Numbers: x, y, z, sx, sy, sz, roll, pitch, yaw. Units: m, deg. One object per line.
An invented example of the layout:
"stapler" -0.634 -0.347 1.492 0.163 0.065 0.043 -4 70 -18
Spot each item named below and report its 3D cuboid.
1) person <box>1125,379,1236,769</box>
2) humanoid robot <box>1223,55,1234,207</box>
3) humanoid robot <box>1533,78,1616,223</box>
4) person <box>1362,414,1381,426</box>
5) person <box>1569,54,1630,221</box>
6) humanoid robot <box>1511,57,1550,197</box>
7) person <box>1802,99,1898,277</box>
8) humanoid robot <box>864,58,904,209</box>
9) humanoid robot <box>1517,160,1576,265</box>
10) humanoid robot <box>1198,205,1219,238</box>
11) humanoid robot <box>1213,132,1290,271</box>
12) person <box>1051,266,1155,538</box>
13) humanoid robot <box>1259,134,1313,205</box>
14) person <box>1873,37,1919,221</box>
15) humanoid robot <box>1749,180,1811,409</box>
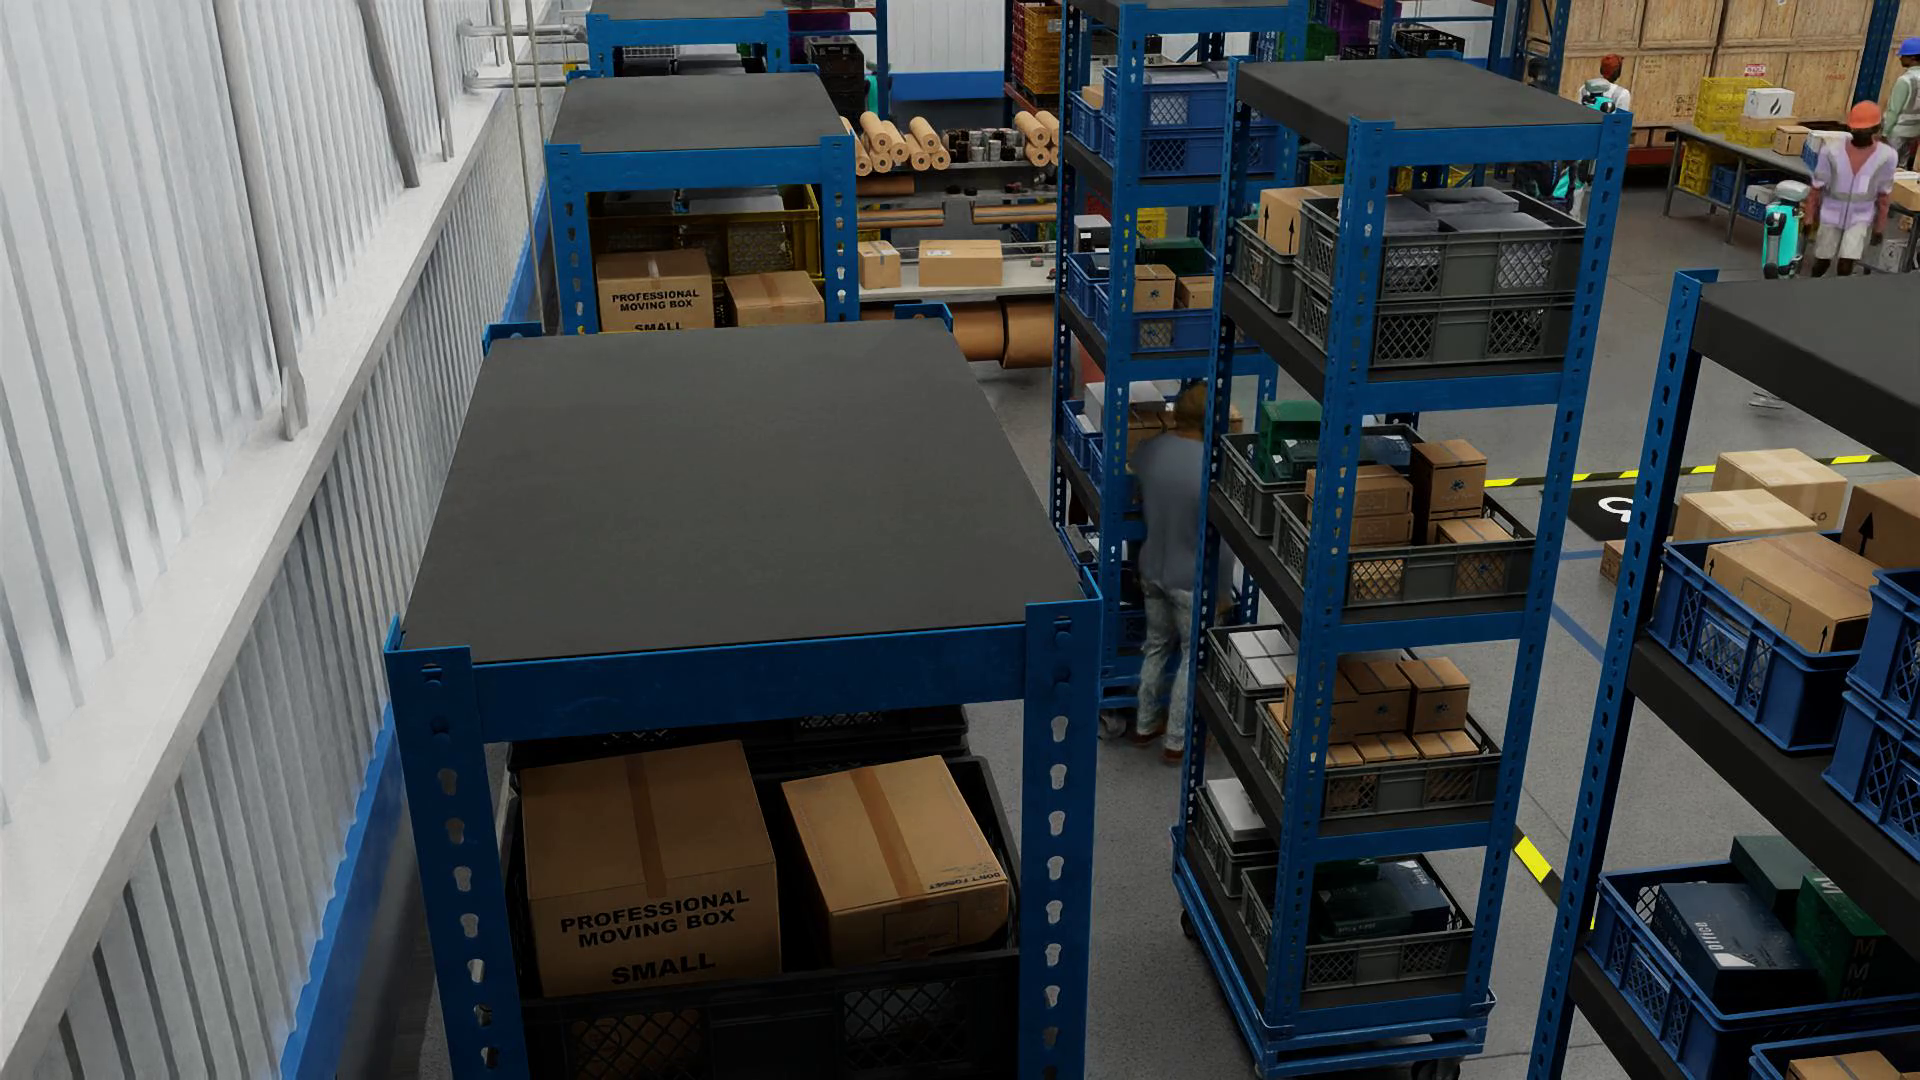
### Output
"person" 1.036 0.168 7.959 0.416 1.915 0.649 -21 32 -37
"humanoid robot" 2.919 -4.522 18.436 0.613 1.651 0.305 19 31 36
"humanoid robot" 5.981 -3.687 16.434 0.730 1.695 0.531 -2 25 -4
"person" 1.817 0.199 7.973 0.596 1.850 0.396 -2 25 -4
"person" 6.580 -4.045 17.161 0.361 1.882 0.573 -19 31 -35
"humanoid robot" 6.245 -4.495 18.409 0.596 1.636 0.688 -19 31 -35
"person" 7.591 -2.779 14.263 0.615 2.017 0.718 13 28 26
"humanoid robot" -0.711 -4.122 17.536 0.667 1.830 0.556 13 28 26
"humanoid robot" 5.254 -2.901 14.944 0.599 1.641 0.453 -3 25 -7
"humanoid robot" 2.566 -3.868 17.037 0.541 1.846 0.783 -17 30 -33
"humanoid robot" 2.628 -3.157 15.438 0.557 1.802 0.929 -12 27 -25
"person" 0.827 -0.681 9.751 0.601 1.966 0.369 1 25 1
"humanoid robot" 3.511 -4.360 18.135 0.946 1.777 0.547 -20 32 -37
"person" 10.079 -4.400 17.874 0.608 1.936 0.414 -17 29 -32
"humanoid robot" 6.204 -1.776 12.241 0.735 1.677 0.533 17 30 32
